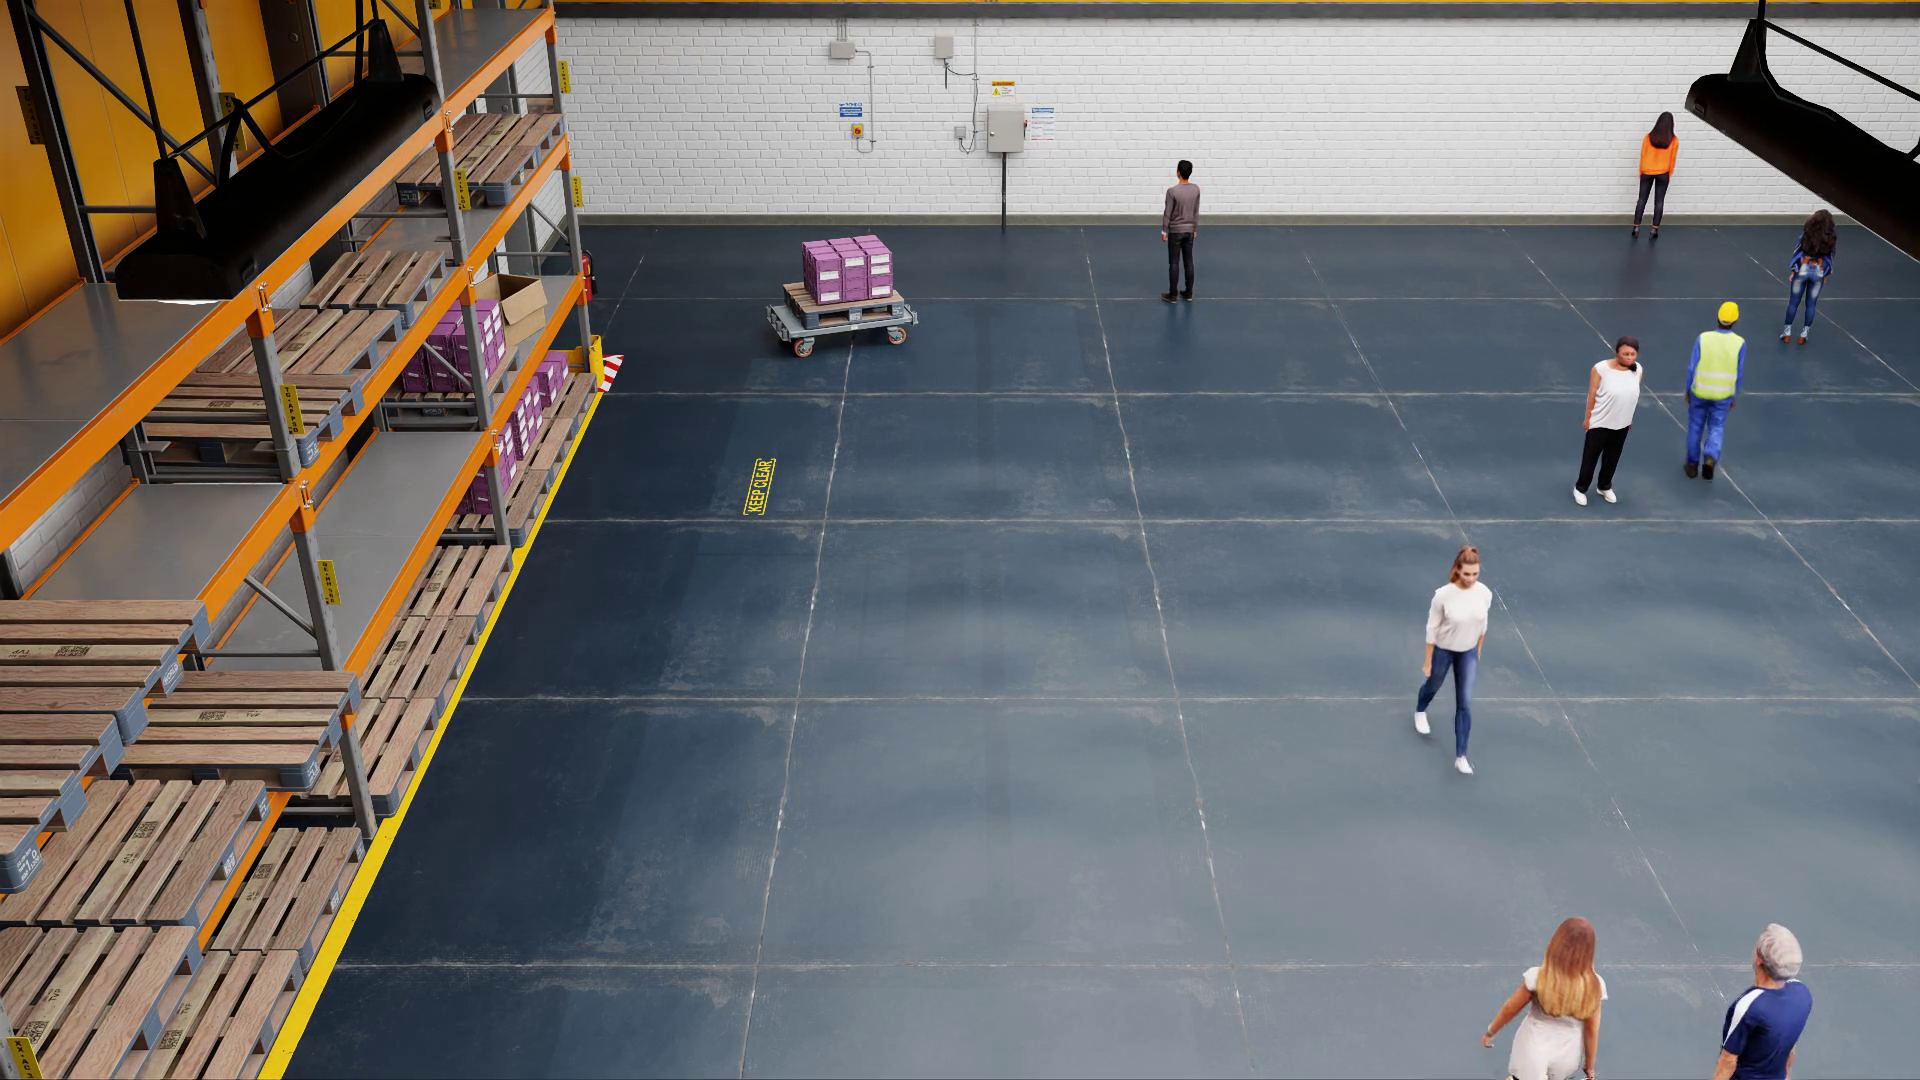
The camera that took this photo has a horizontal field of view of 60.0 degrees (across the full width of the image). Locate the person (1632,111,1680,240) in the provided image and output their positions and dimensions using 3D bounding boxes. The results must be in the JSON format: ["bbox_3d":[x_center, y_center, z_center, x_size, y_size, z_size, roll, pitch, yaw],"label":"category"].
[{"bbox_3d":[9.524,-4.999,22.777,0.704,1.748,0.703,14,32,24],"label":"person"}]

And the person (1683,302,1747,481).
[{"bbox_3d":[7.282,-1.403,16.128,0.790,1.801,0.902,10,30,17],"label":"person"}]

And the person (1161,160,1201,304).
[{"bbox_3d":[2.745,-3.819,20.595,0.705,1.765,0.660,-7,29,-13],"label":"person"}]

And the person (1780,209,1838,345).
[{"bbox_3d":[9.904,-3.081,19.400,0.679,1.615,0.669,11,30,19],"label":"person"}]

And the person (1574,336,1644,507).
[{"bbox_3d":[6.181,-1.148,15.780,0.679,1.687,0.640,-4,29,-7],"label":"person"}]

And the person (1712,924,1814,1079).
[{"bbox_3d":[4.022,2.796,8.430,0.923,1.803,1.001,-17,33,-29],"label":"person"}]

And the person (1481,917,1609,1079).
[{"bbox_3d":[3.076,2.752,8.669,0.777,1.651,1.072,1,29,3],"label":"person"}]

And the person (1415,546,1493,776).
[{"bbox_3d":[3.579,0.806,12.216,0.665,1.670,1.118,-1,29,-2],"label":"person"}]
